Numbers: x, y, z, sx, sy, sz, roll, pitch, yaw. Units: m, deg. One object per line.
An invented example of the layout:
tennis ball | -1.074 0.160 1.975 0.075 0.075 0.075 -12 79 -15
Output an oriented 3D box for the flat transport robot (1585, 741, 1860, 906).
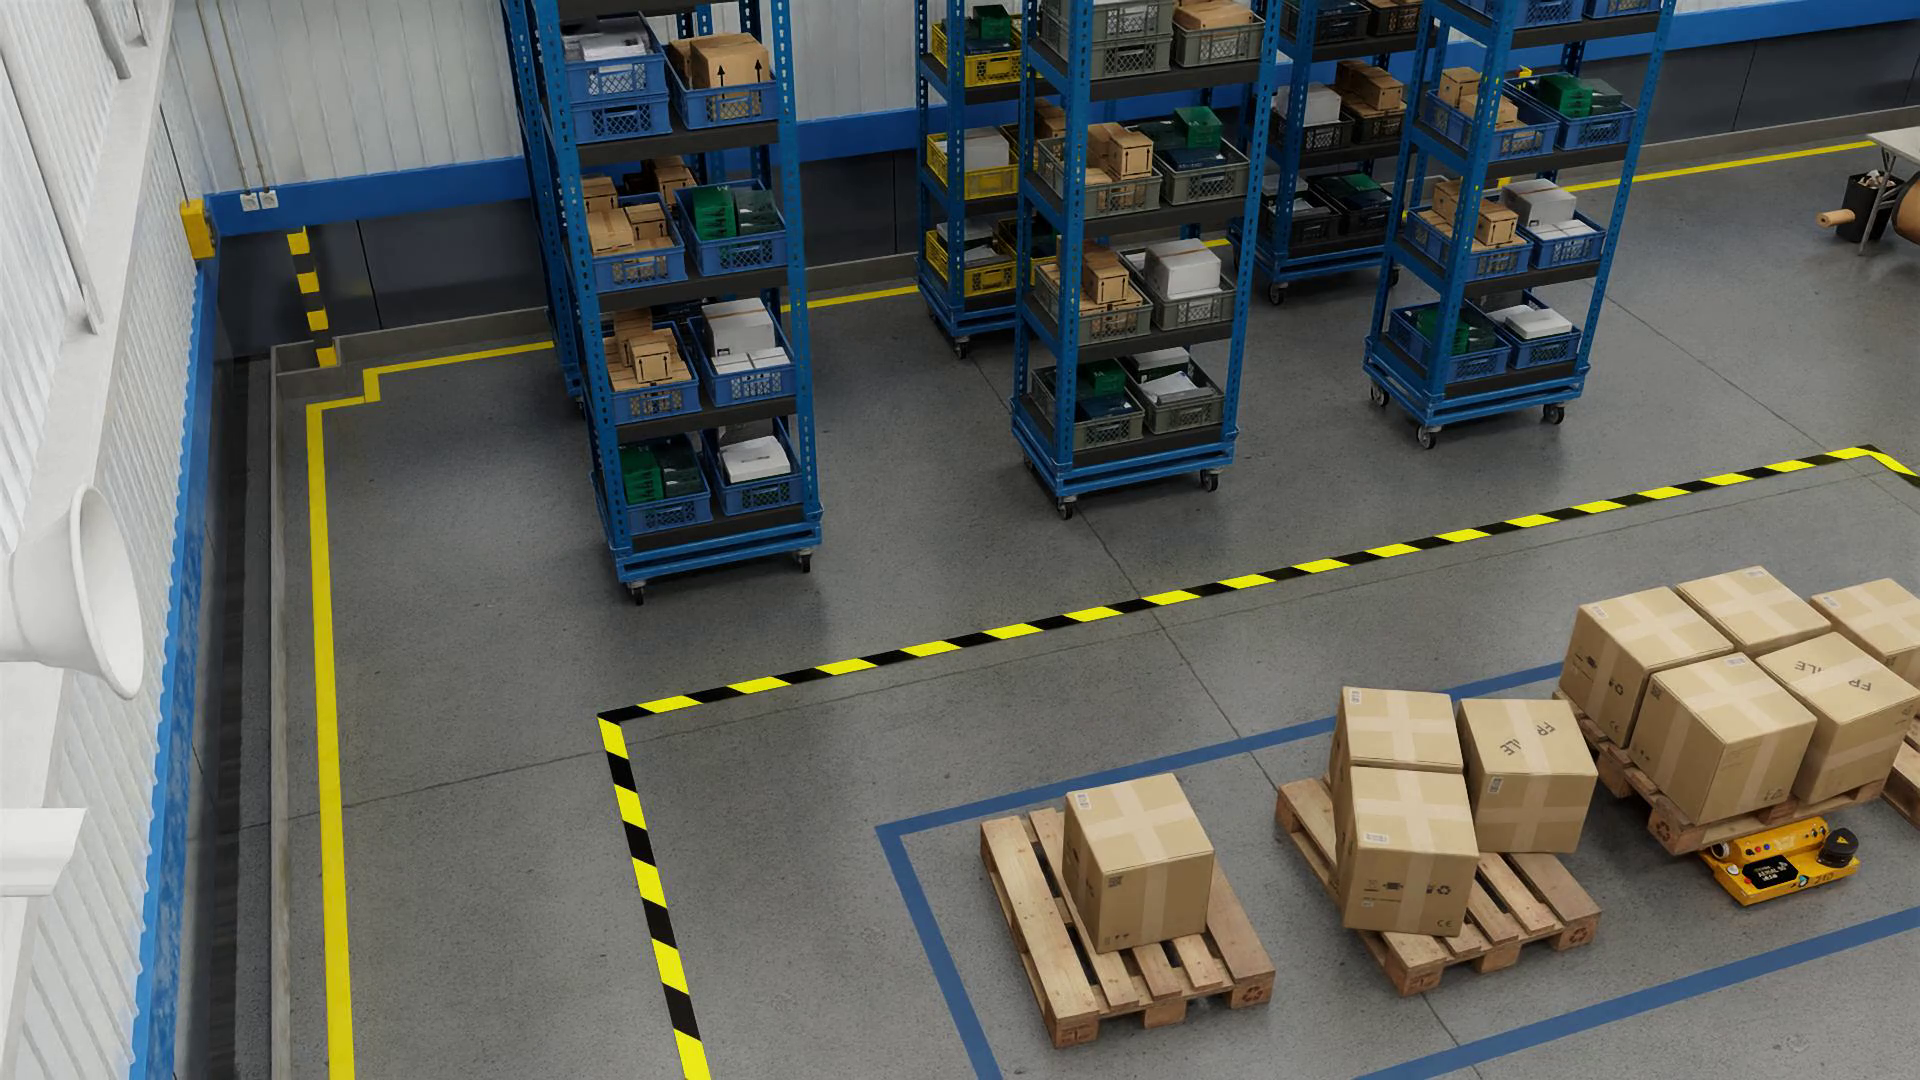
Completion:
flat transport robot | 3.738 1.188 8.347 0.652 0.197 1.431 -11 37 -15
